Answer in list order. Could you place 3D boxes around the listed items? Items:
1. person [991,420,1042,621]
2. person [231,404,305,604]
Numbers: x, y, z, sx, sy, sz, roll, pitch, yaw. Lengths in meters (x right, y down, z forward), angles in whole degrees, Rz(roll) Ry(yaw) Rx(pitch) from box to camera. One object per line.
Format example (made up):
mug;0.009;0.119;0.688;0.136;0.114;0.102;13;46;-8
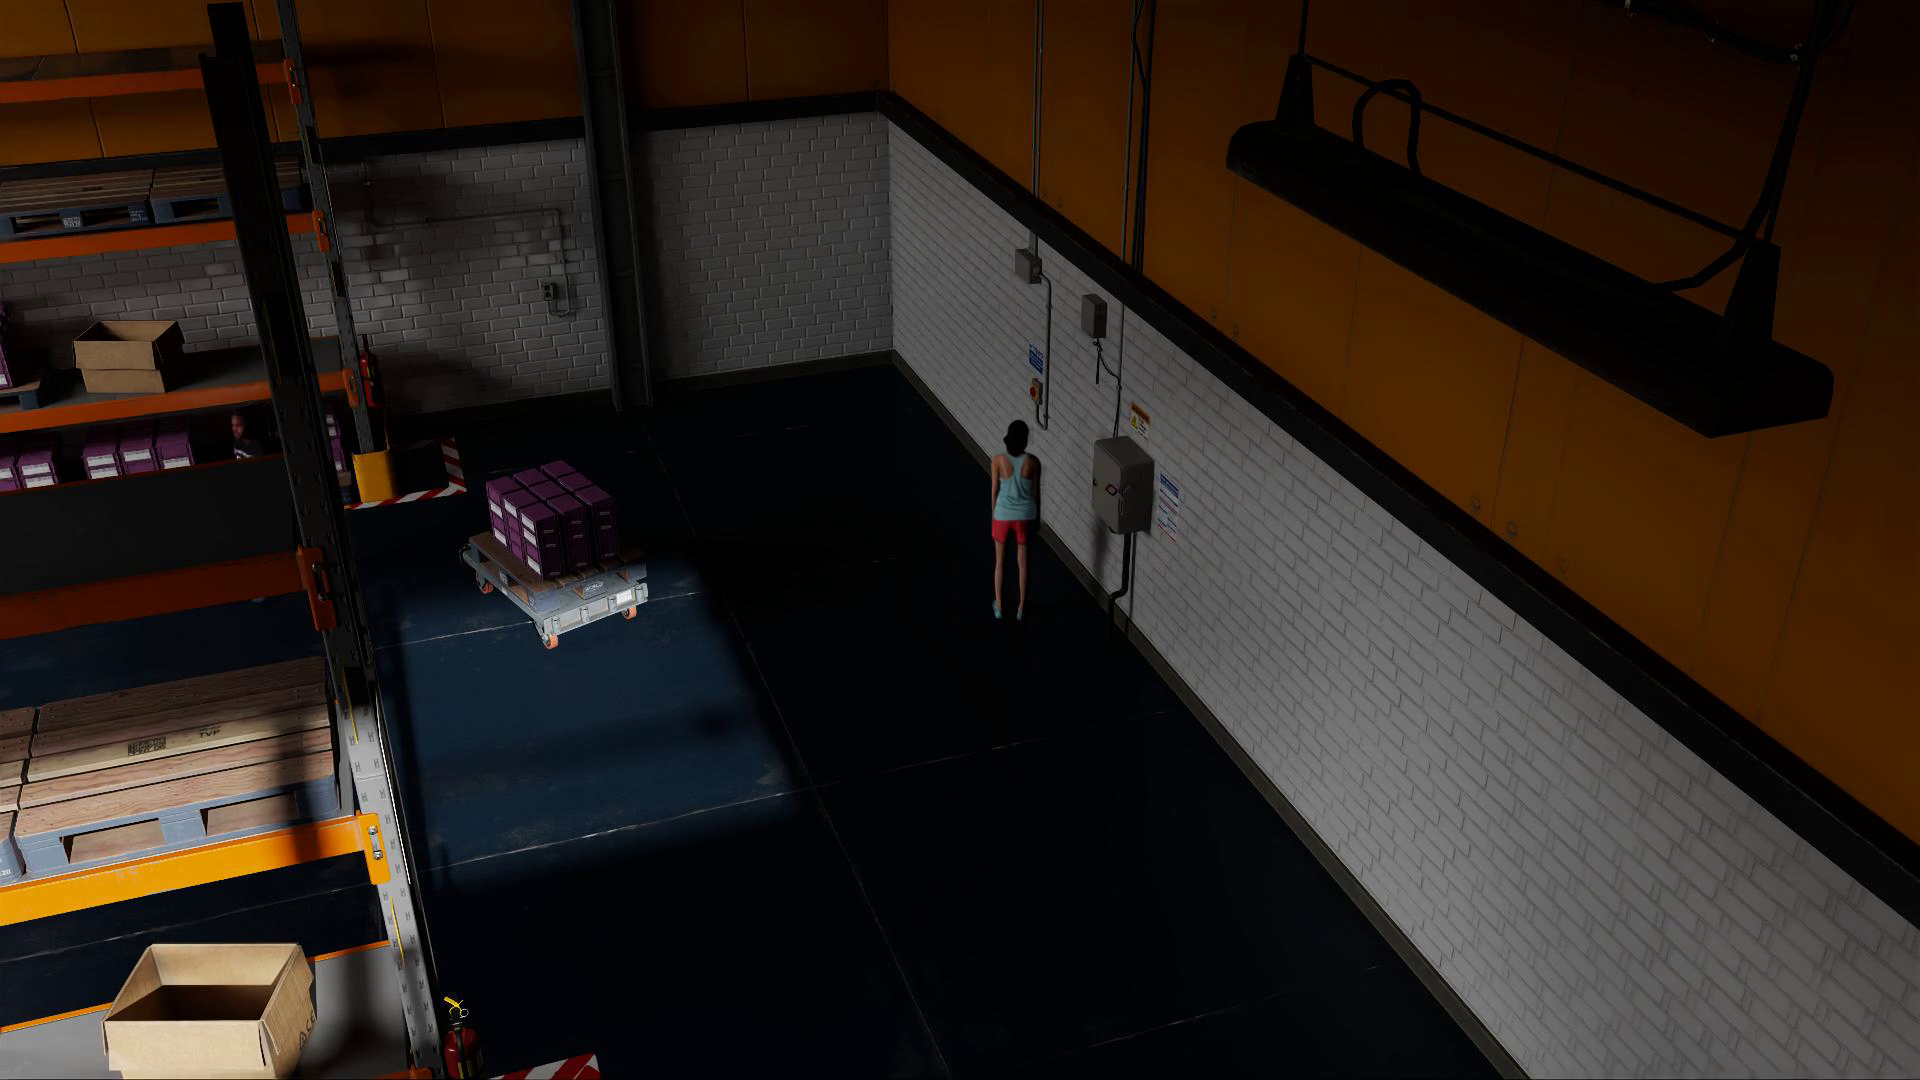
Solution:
person;0.460;-0.163;13.590;0.614;1.765;0.709;2;29;3
person;-5.779;-0.334;13.956;0.920;1.714;1.029;18;33;29
